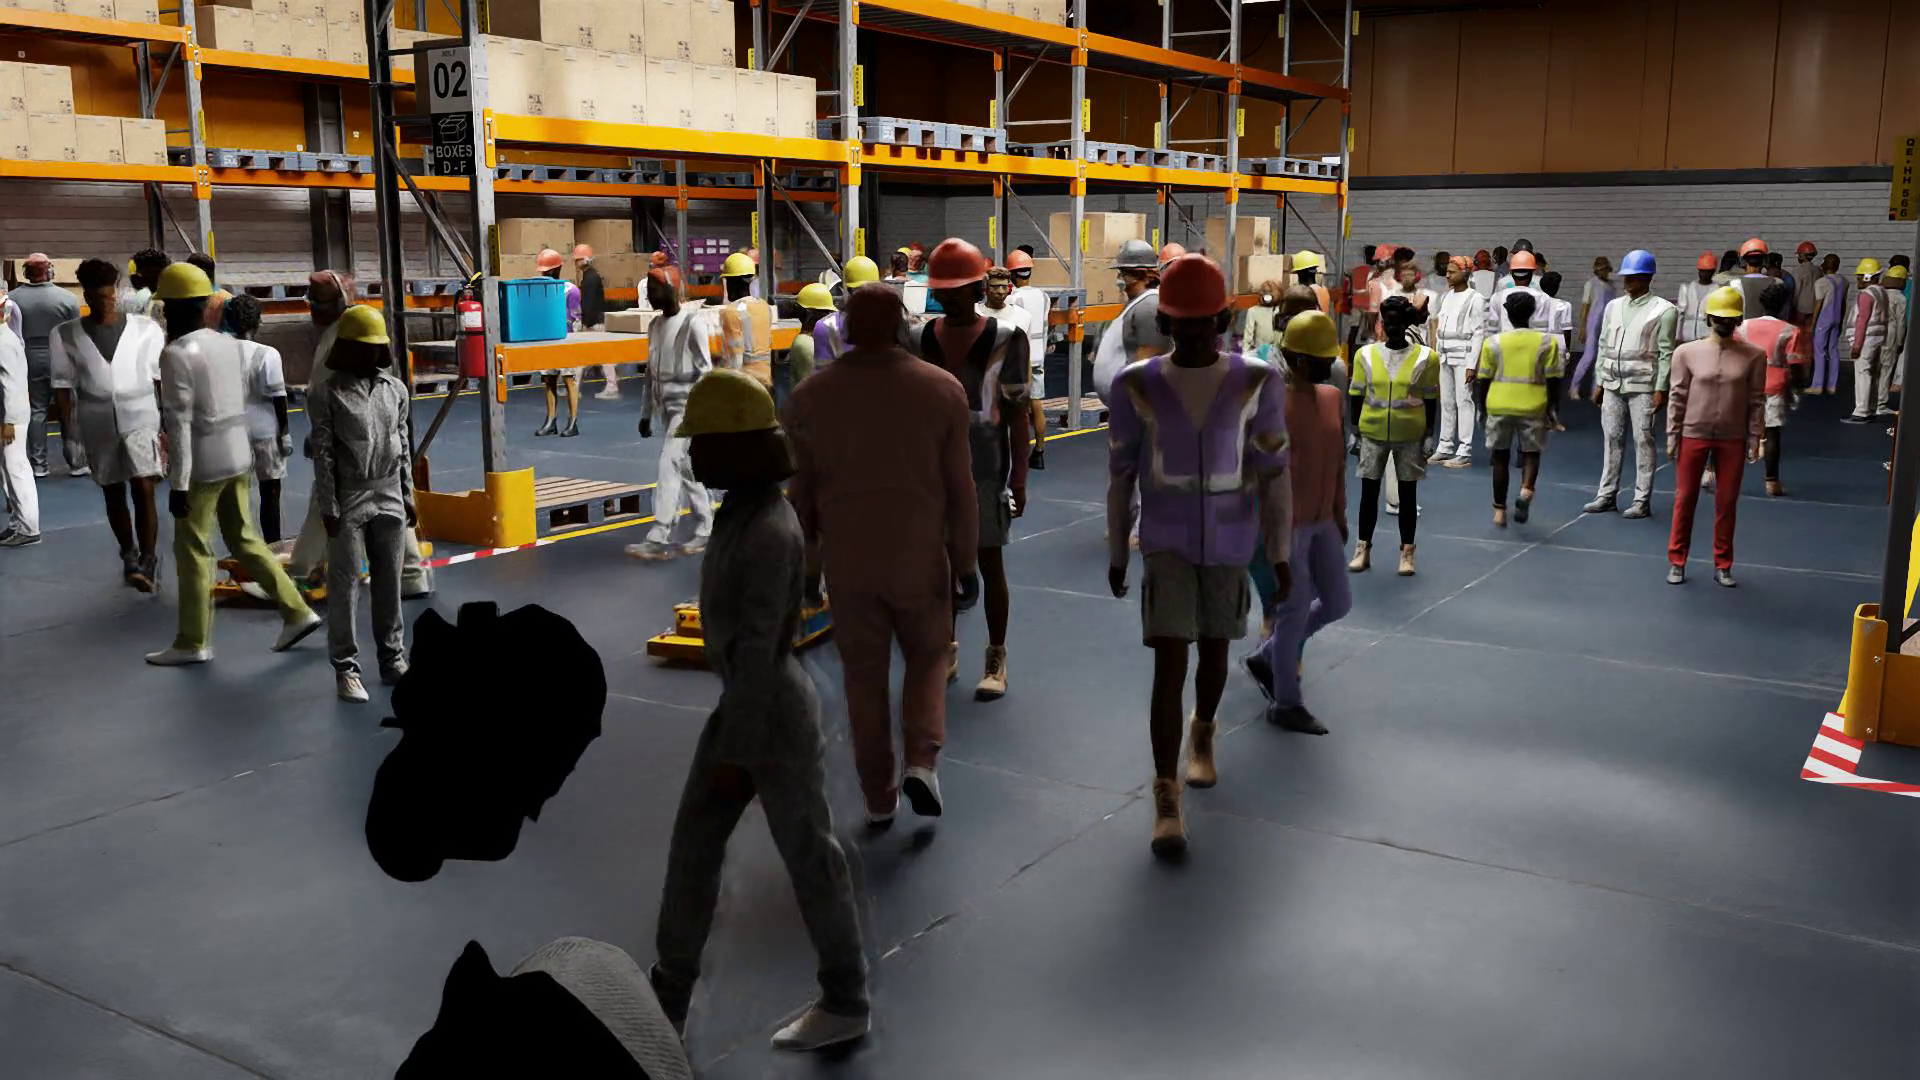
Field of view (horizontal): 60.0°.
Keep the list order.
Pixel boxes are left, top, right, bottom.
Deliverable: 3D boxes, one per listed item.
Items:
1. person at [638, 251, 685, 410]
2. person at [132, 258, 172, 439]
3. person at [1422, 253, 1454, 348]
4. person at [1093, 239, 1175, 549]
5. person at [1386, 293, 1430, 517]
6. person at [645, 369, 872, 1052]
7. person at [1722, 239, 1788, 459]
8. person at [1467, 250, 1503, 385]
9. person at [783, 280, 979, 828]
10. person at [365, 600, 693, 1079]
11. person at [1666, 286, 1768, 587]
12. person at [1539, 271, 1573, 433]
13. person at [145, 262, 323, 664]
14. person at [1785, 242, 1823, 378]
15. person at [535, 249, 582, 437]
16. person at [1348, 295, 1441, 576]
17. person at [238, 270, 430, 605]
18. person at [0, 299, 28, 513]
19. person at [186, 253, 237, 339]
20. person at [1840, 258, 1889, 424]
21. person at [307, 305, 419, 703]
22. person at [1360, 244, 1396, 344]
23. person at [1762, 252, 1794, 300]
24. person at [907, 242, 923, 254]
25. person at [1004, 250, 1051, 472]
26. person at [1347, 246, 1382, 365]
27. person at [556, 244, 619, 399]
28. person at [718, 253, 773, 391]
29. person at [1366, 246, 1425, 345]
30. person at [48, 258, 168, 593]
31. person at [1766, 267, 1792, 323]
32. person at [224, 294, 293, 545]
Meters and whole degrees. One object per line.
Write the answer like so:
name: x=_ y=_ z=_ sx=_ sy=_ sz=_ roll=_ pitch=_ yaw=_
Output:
person: x=-3.547 y=-2.485 z=19.829 sx=0.573 sy=1.887 sz=0.356 roll=-5 pitch=11 yaw=-25
person: x=-7.032 y=-1.546 z=14.586 sx=0.476 sy=1.896 sz=0.577 roll=-5 pitch=11 yaw=-25
person: x=6.674 y=-3.069 z=23.199 sx=0.510 sy=1.838 sz=0.361 roll=0 pitch=10 yaw=0
person: x=1.146 y=-0.970 z=11.008 sx=0.535 sy=2.000 sz=0.682 roll=0 pitch=10 yaw=0
person: x=3.301 y=-1.000 z=12.281 sx=0.314 sy=1.642 sz=0.515 roll=4 pitch=11 yaw=20
person: x=-0.584 y=0.450 z=4.028 sx=0.814 sy=1.707 sz=0.507 roll=-4 pitch=11 yaw=-19
person: x=7.283 y=-1.756 z=15.384 sx=0.608 sy=2.033 sz=0.404 roll=0 pitch=10 yaw=2
person: x=7.256 y=-3.091 z=23.186 sx=0.574 sy=1.887 sz=0.356 roll=1 pitch=10 yaw=4
person: x=-0.266 y=0.061 z=5.715 sx=0.661 sy=1.884 sz=0.428 roll=0 pitch=10 yaw=1
person: x=-0.304 y=0.906 z=1.071 sx=0.328 sy=1.876 sz=0.513 roll=-2 pitch=10 yaw=-10
person: x=4.400 y=-0.592 z=9.700 sx=0.528 sy=1.759 sz=0.345 roll=3 pitch=11 yaw=15
person: x=6.179 y=-1.973 z=17.514 sx=0.529 sy=1.697 sz=0.321 roll=8 pitch=13 yaw=38
person: x=-3.550 y=-0.353 z=7.918 sx=0.686 sy=1.922 sz=0.623 roll=1 pitch=10 yaw=8
person: x=12.367 y=-3.368 z=24.422 sx=0.612 sy=1.995 sz=0.378 roll=-6 pitch=12 yaw=-28
person: x=-4.155 y=-2.014 z=17.110 sx=0.547 sy=1.925 sz=0.391 roll=4 pitch=11 yaw=20
person: x=2.612 y=-0.628 z=10.060 sx=0.540 sy=1.697 sz=0.317 roll=4 pitch=11 yaw=23
person: x=-3.449 y=-0.538 z=9.116 sx=1.001 sy=1.849 sz=0.739 roll=-3 pitch=11 yaw=-18
person: x=-7.186 y=-1.139 z=12.228 sx=0.604 sy=1.937 sz=0.403 roll=-7 pitch=12 yaw=-33
person: x=-6.299 y=-1.456 z=14.056 sx=0.587 sy=1.914 sz=0.391 roll=7 pitch=12 yaw=32
person: x=10.029 y=-2.194 z=18.413 sx=0.405 sy=1.824 sz=0.587 roll=10 pitch=14 yaw=44
person: x=-2.621 y=-0.166 z=7.382 sx=0.302 sy=1.742 sz=0.486 roll=7 pitch=13 yaw=35
person: x=5.022 y=-2.515 z=19.782 sx=0.613 sy=1.967 sz=0.611 roll=5 pitch=11 yaw=25
person: x=11.845 y=-3.278 z=24.347 sx=0.429 sy=1.844 sz=0.625 roll=-4 pitch=11 yaw=-19
person: x=-0.802 y=-4.173 z=28.934 sx=0.405 sy=1.987 sz=0.730 roll=2 pitch=10 yaw=8
person: x=0.539 y=-1.557 z=14.564 sx=0.375 sy=1.930 sz=0.542 roll=10 pitch=14 yaw=44
person: x=6.558 y=-3.782 z=26.930 sx=0.554 sy=1.936 sz=0.664 roll=-7 pitch=13 yaw=-36
person: x=-4.790 y=-2.755 z=21.116 sx=0.919 sy=1.953 sz=0.631 roll=-4 pitch=11 yaw=-23
person: x=-1.579 y=-1.123 z=12.168 sx=0.384 sy=1.924 sz=0.593 roll=4 pitch=11 yaw=21
person: x=4.772 y=-2.218 z=18.157 sx=0.646 sy=1.950 sz=0.419 roll=-1 pitch=10 yaw=-5
person: x=-4.775 y=-0.624 z=9.436 sx=0.657 sy=1.908 sz=0.997 roll=-4 pitch=11 yaw=-22
person: x=11.626 y=-3.089 z=23.861 sx=0.512 sy=1.640 sz=0.309 roll=4 pitch=11 yaw=20
person: x=-4.297 y=-0.641 z=10.127 sx=0.541 sy=1.700 sz=0.315 roll=3 pitch=11 yaw=18
